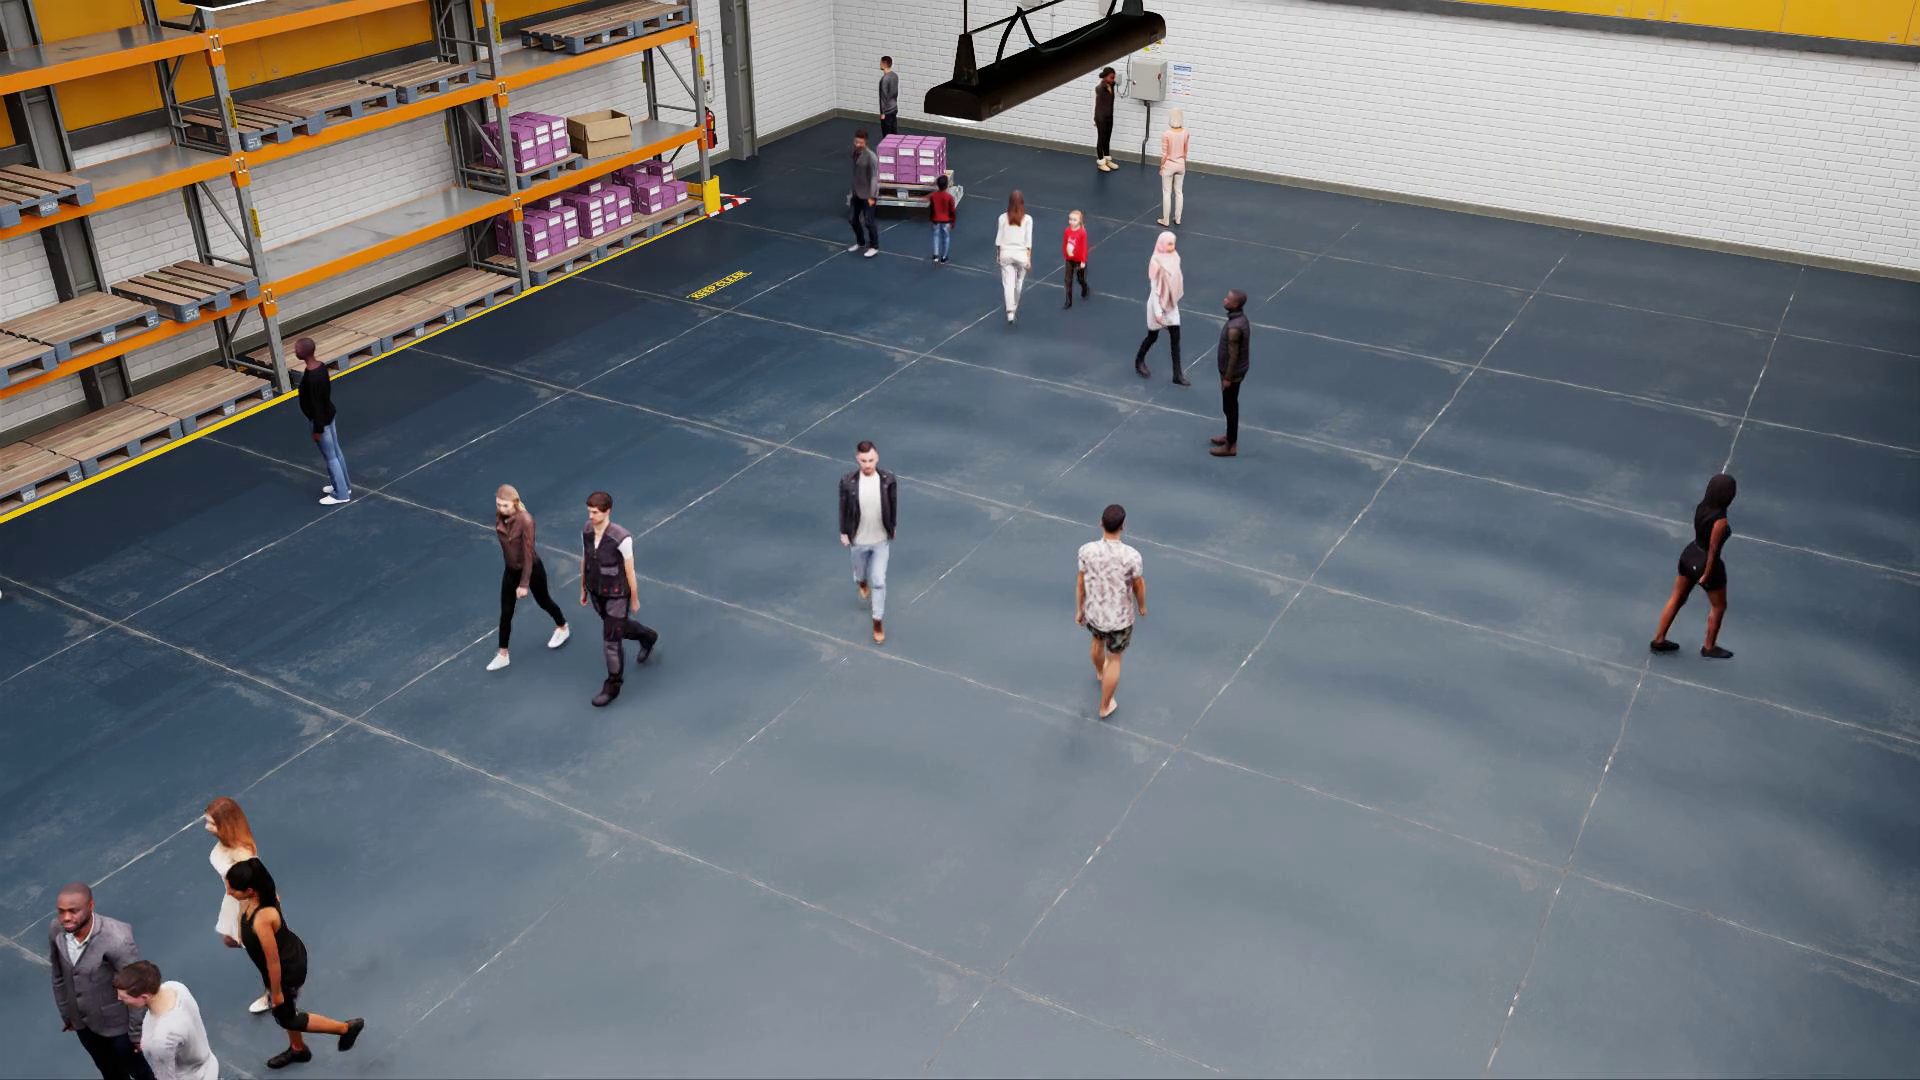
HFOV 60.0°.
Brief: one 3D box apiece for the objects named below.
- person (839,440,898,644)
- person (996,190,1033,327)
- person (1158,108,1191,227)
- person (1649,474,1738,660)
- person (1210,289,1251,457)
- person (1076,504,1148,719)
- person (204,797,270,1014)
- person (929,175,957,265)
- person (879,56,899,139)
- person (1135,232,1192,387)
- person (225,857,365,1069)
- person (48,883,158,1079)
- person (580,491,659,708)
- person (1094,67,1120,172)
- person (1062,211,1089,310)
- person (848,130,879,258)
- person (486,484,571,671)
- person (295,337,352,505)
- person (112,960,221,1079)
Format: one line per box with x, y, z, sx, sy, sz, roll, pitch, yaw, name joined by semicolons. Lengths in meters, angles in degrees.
-0.792;-0.058;14.403;1.057;1.812;1.164;-4;29;-8;person
0.680;-3.522;20.915;0.973;1.657;1.196;0;29;0;person
3.137;-5.493;24.455;0.658;1.725;0.745;-11;31;-20;person
6.129;0.237;13.961;0.924;1.716;0.930;-2;29;-3;person
2.871;-1.773;17.522;0.816;1.835;0.628;6;29;11;person
1.181;0.600;13.221;0.757;1.788;1.016;11;30;18;person
-4.317;2.236;10.318;0.766;1.695;0.708;-18;34;-30;person
-0.262;-4.405;22.956;0.574;1.251;0.571;6;29;10;person
-1.158;-7.027;27.233;0.686;1.759;0.478;12;31;21;person
2.277;-2.685;19.261;1.088;1.770;0.978;-19;34;-31;person
-3.946;2.512;9.848;0.969;1.662;0.894;-8;30;-14;person
-4.804;2.670;9.392;0.771;1.821;0.695;7;29;13;person
-2.774;0.394;13.574;0.660;1.812;1.146;17;33;28;person
2.347;-6.868;27.044;0.662;1.660;0.588;2;29;5;person
1.515;-3.647;21.545;0.527;1.273;0.806;13;31;22;person
-1.315;-4.826;23.127;0.744;1.827;0.771;-20;35;-32;person
-3.597;0.253;13.995;0.622;1.655;1.063;15;32;26;person
-6.339;-1.201;16.562;0.739;1.750;0.657;-4;29;-7;person
-4.035;2.914;8.936;0.888;1.828;0.830;-7;29;-12;person
